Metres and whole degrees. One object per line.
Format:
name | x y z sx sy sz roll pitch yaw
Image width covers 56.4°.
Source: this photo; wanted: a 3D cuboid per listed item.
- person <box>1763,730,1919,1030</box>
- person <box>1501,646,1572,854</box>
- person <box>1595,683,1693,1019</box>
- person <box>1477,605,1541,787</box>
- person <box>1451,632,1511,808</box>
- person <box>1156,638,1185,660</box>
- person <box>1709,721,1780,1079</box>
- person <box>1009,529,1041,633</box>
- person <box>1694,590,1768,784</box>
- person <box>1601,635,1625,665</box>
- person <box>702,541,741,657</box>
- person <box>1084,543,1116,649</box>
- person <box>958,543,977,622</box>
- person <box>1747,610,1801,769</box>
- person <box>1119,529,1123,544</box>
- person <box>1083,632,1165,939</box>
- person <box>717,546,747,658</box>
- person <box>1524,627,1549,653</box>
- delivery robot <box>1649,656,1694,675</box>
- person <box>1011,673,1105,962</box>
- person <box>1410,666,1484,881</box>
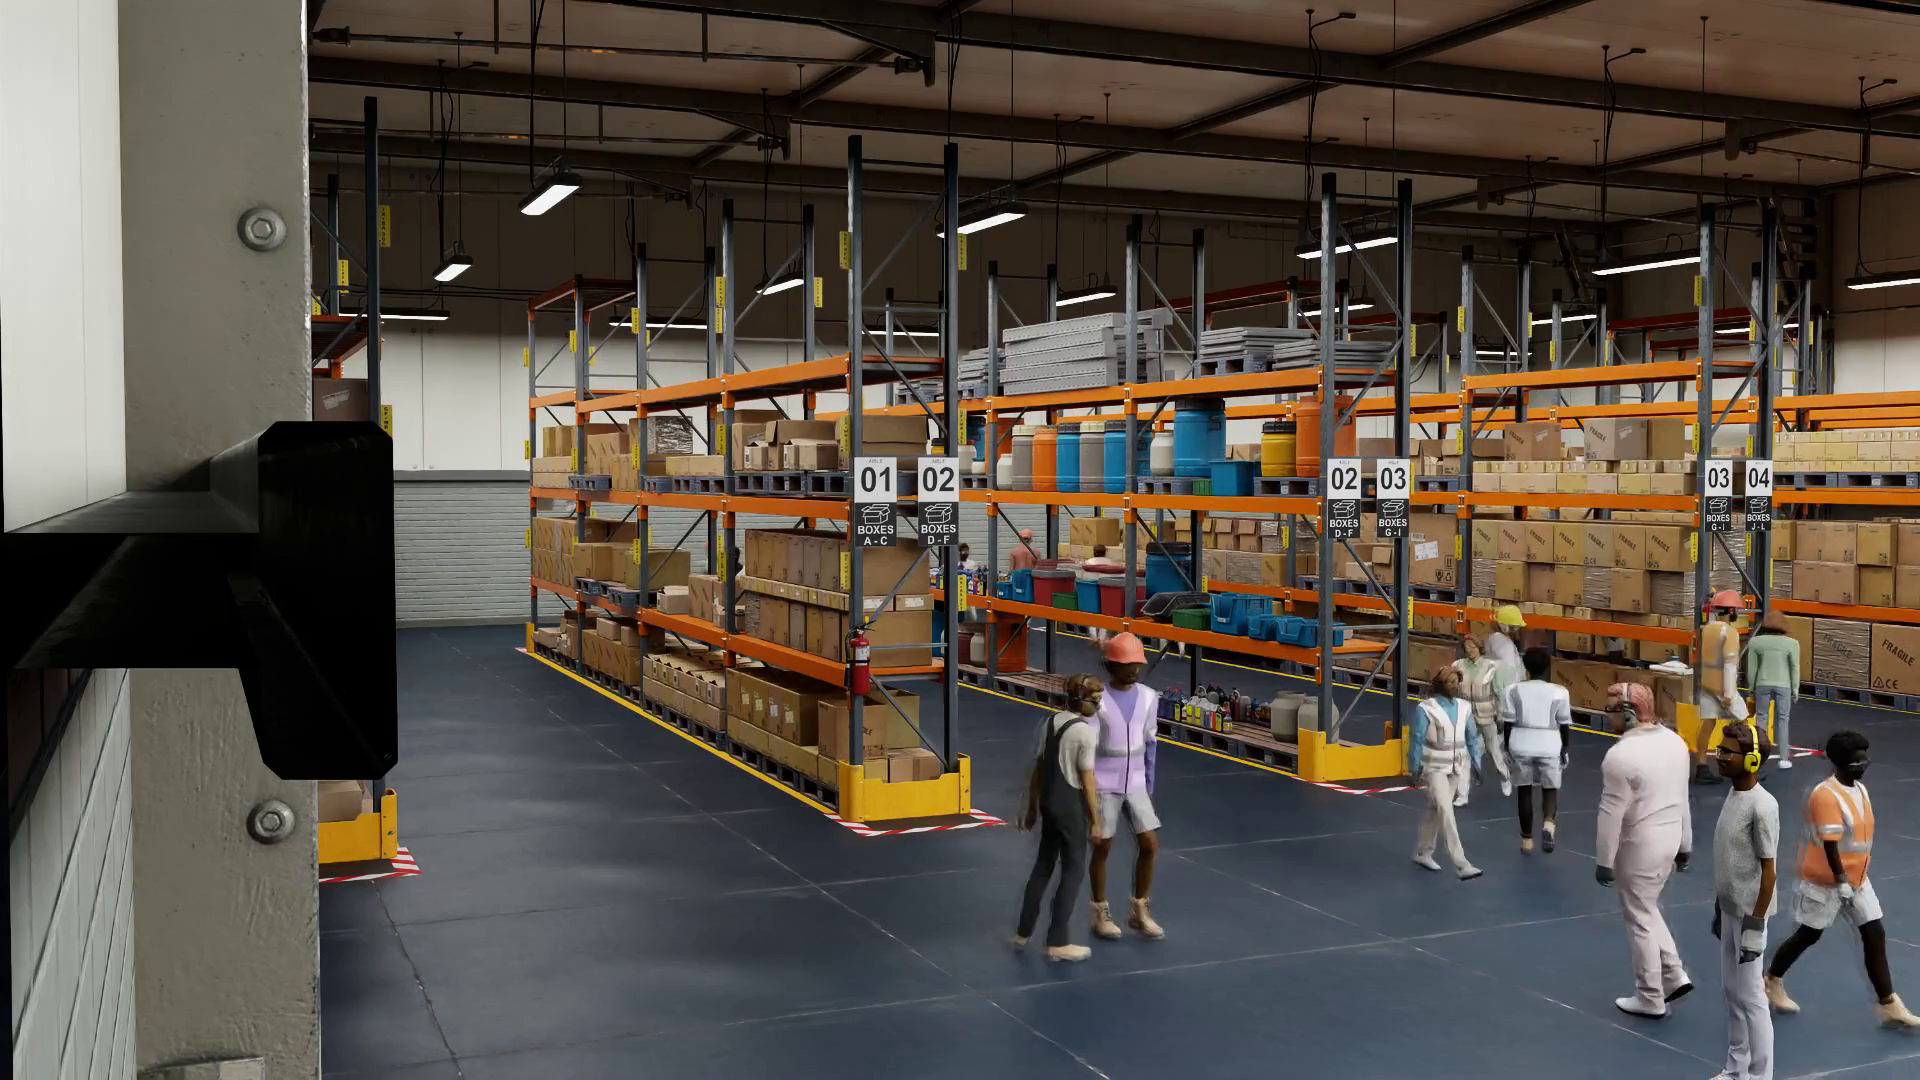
person | 4.874 1.866 9.995 0.533 1.649 0.864 -2 3 -36
person | 4.582 1.685 14.248 0.537 1.683 0.541 1 2 15
person | 3.823 1.742 10.097 0.679 1.883 0.419 -1 3 -33
person | 5.184 1.512 17.367 0.840 1.796 0.586 0 2 9
person | 4.835 1.637 16.637 0.514 1.594 0.873 1 3 34
person | 3.412 1.151 29.056 0.516 1.612 0.708 -1 2 -15
person | 3.744 1.804 8.623 0.328 1.877 0.511 0 2 4
person | 1.251 0.778 34.381 0.611 1.947 0.959 0 2 4
person | 7.584 1.443 17.605 0.840 1.902 0.547 -1 2 -15
person | 8.908 1.201 24.360 0.552 1.911 0.442 -2 3 -40
person | -3.877 0.988 29.027 0.868 1.939 0.646 1 2 21
person | 2.391 0.971 30.933 0.660 1.829 0.452 -1 2 -16
person | 0.093 0.971 30.697 0.554 1.848 0.599 -1 2 -29
person | 8.448 1.554 18.602 0.511 1.634 0.320 1 3 34
person | 3.578 0.673 38.891 0.967 1.827 0.538 0 2 8
person | 1.060 1.616 11.711 0.633 2.022 0.659 -1 2 -23
person | -3.537 1.044 27.962 0.607 1.913 0.457 0 2 5
person | 8.175 1.163 25.465 0.655 1.876 0.715 -1 2 -18
delivery robot | 9.719 1.826 24.364 0.477 0.478 0.707 -1 2 -19
person | 0.625 1.737 11.353 0.453 1.804 0.659 -1 3 -33
person | 3.705 1.750 13.537 0.540 1.587 0.848 -1 2 -26
